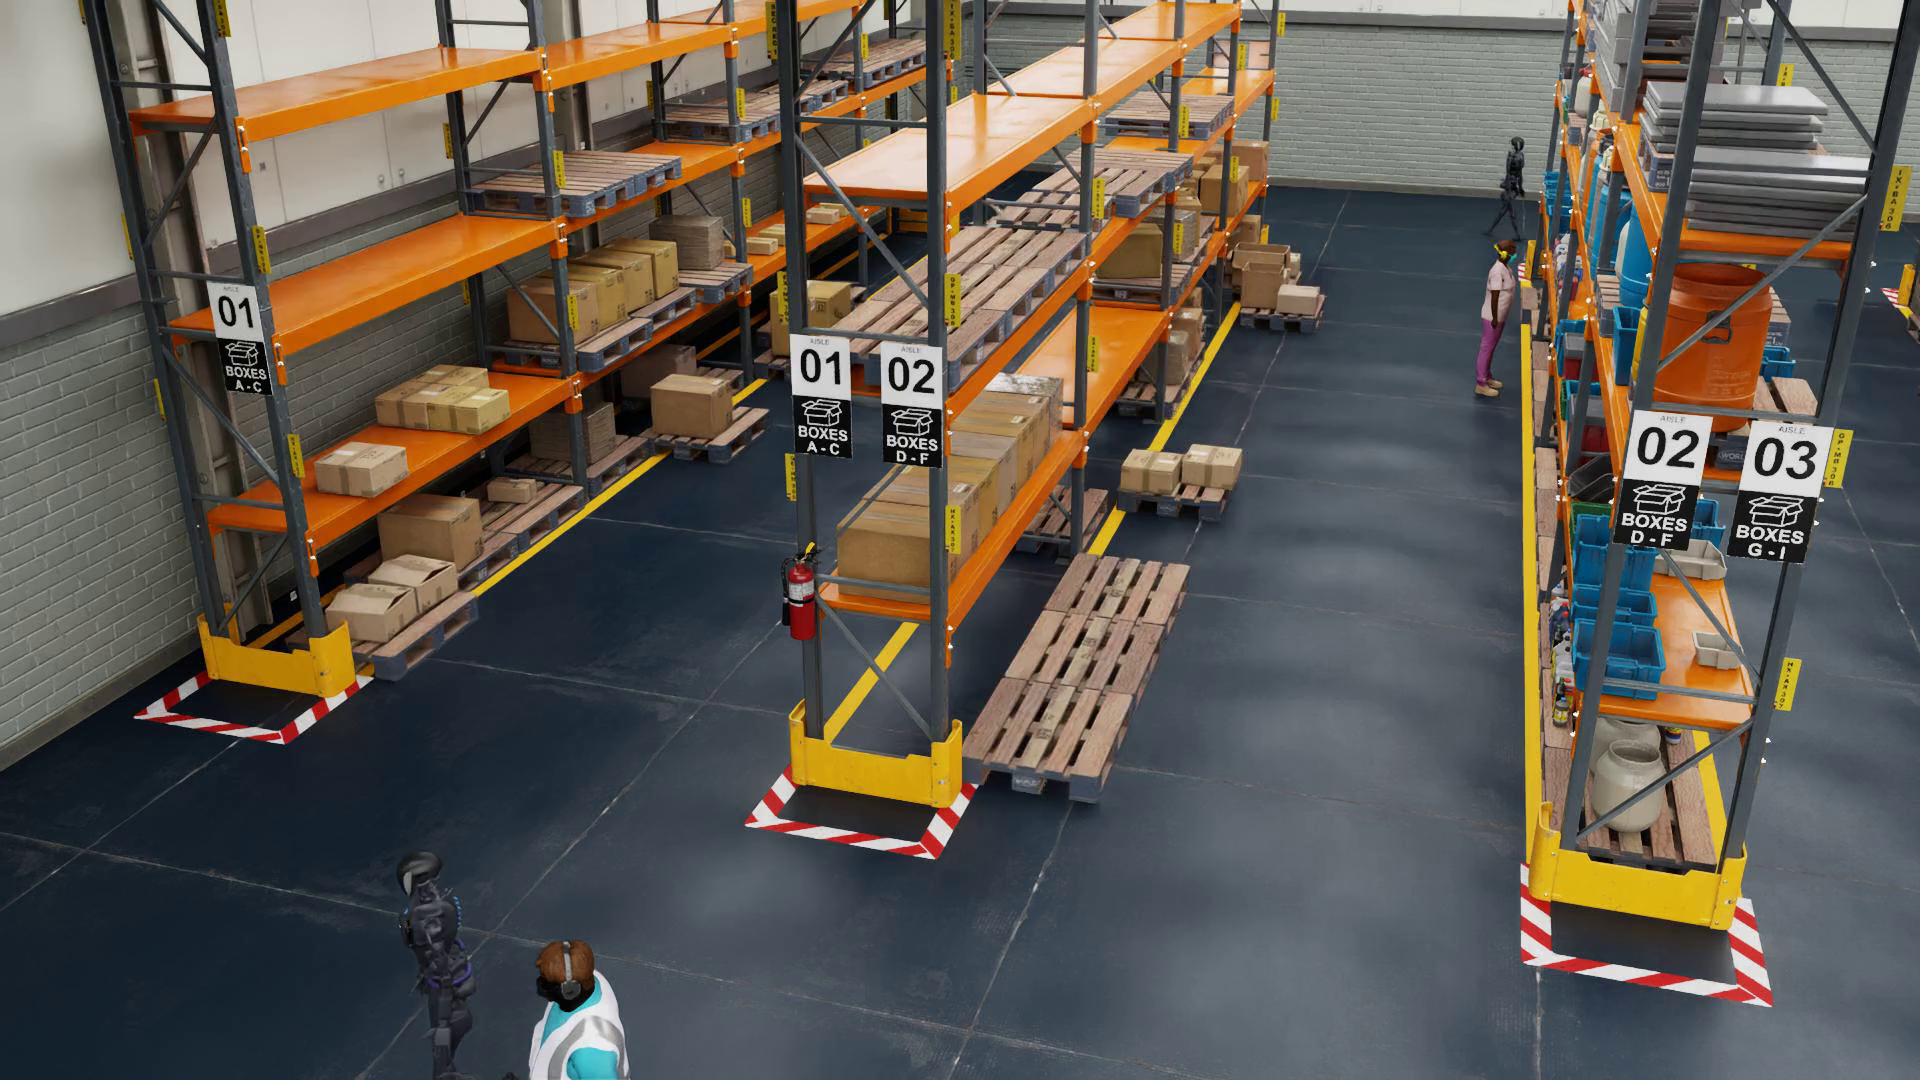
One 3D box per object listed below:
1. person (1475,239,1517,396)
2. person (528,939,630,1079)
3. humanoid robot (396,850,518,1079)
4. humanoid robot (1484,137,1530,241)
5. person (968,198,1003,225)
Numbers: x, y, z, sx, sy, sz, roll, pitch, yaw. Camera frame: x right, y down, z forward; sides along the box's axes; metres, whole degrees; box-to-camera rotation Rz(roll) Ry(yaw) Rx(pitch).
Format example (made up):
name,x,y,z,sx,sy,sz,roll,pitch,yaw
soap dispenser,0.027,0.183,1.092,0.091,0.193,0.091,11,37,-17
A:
name,x,y,z,sx,sy,sz,roll,pitch,yaw
person,6.203,-2.581,19.225,0.331,1.801,0.514,11,26,24
person,-1.657,2.534,7.312,0.429,1.843,0.626,-8,25,-19
humanoid robot,-2.503,2.217,8.251,0.456,1.638,0.599,-11,26,-24
humanoid robot,8.765,-5.574,26.394,0.791,1.629,0.586,18,29,35
person,0.450,-5.973,27.243,0.548,1.665,0.499,6,24,14
